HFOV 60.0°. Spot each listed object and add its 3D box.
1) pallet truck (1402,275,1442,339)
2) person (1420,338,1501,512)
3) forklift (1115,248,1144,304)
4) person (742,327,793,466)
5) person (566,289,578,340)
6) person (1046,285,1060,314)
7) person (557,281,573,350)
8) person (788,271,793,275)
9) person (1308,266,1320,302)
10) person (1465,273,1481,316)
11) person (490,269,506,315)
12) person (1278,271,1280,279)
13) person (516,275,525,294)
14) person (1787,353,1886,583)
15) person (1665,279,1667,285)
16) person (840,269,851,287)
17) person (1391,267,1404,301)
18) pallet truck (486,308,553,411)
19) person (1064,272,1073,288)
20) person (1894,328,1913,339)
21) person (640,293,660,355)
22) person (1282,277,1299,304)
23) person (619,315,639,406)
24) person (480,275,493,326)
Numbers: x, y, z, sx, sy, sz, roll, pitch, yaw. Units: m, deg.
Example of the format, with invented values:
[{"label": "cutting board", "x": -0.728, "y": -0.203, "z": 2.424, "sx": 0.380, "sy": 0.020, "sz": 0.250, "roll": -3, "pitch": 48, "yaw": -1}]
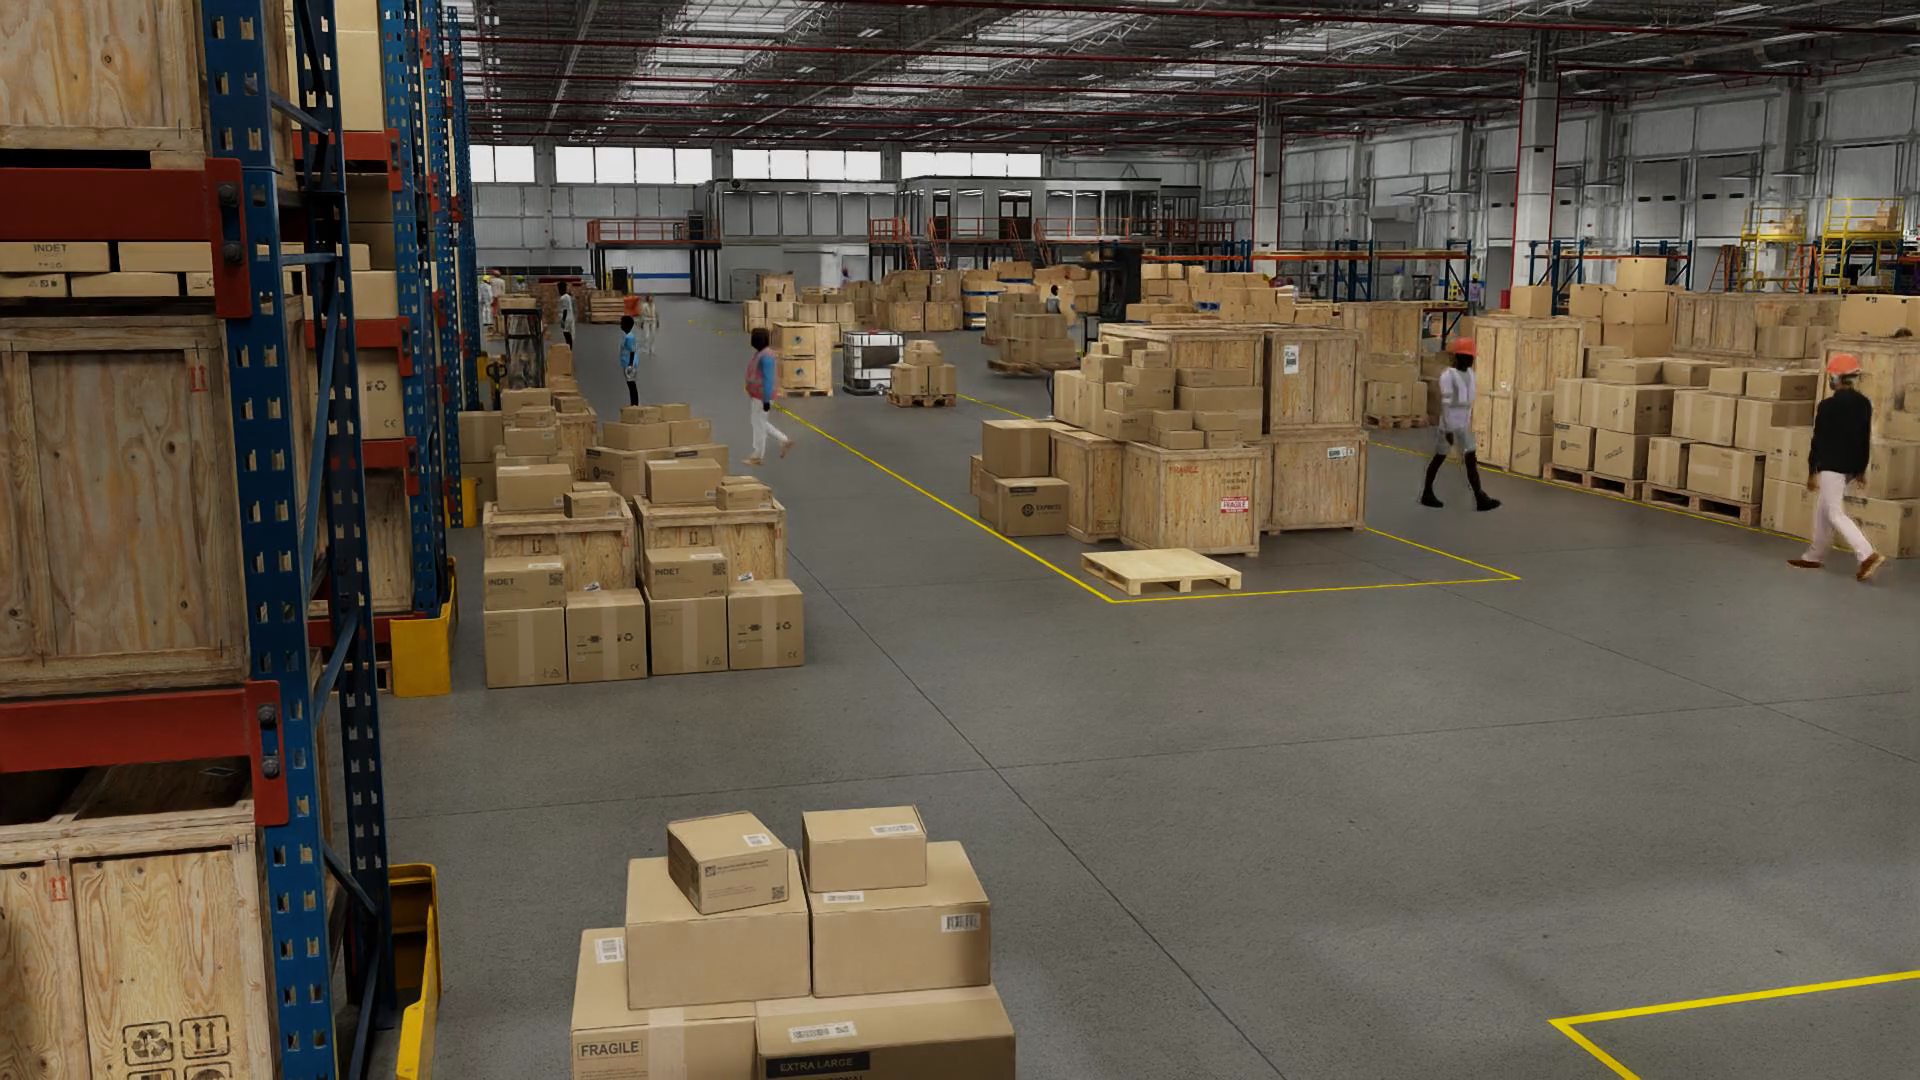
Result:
[{"label": "pallet truck", "x": 14.620, "y": -7.324, "z": 52.145, "sx": 0.823, "sy": 1.965, "sz": 1.885, "roll": 8, "pitch": 13, "yaw": 40}, {"label": "person", "x": 5.428, "y": -1.248, "z": 18.072, "sx": 0.567, "sy": 1.878, "sz": 1.001, "roll": -6, "pitch": 12, "yaw": -32}, {"label": "forklift", "x": 3.799, "y": -5.153, "z": 37.354, "sx": 1.873, "sy": 2.768, "sz": 1.129, "roll": -3, "pitch": 10, "yaw": -15}, {"label": "person", "x": -2.552, "y": -1.886, "z": 21.827, "sx": 0.606, "sy": 1.830, "sz": 0.641, "roll": -2, "pitch": 10, "yaw": -10}, {"label": "person", "x": -11.982, "y": -6.917, "z": 51.013, "sx": 0.505, "sy": 1.587, "sz": 0.857, "roll": -2, "pitch": 10, "yaw": -13}, {"label": "person", "x": 2.487, "y": -5.830, "z": 44.094, "sx": 0.321, "sy": 1.859, "sz": 0.513, "roll": -9, "pitch": 13, "yaw": -41}, {"label": "person", "x": -10.241, "y": -5.721, "z": 43.163, "sx": 0.369, "sy": 1.963, "sz": 0.608, "roll": 0, "pitch": 10, "yaw": -3}, {"label": "person", "x": -7.379, "y": -10.623, "z": 71.280, "sx": 0.924, "sy": 1.852, "sz": 0.588, "roll": 3, "pitch": 11, "yaw": 19}, {"label": "person", "x": 17.645, "y": -12.740, "z": 83.071, "sx": 0.696, "sy": 1.905, "sz": 0.424, "roll": 7, "pitch": 12, "yaw": 36}, {"label": "person", "x": 18.382, "y": -8.590, "z": 59.547, "sx": 0.588, "sy": 1.919, "sz": 0.401, "roll": -1, "pitch": 10, "yaw": -8}, {"label": "person", "x": -17.838, "y": -9.447, "z": 64.206, "sx": 0.646, "sy": 1.981, "sz": 0.469, "roll": -2, "pitch": 10, "yaw": -9}, {"label": "person", "x": 17.242, "y": -14.047, "z": 90.810, "sx": 0.642, "sy": 1.800, "sz": 0.955, "roll": -6, "pitch": 12, "yaw": -31}, {"label": "person", "x": -17.339, "y": -9.592, "z": 65.728, "sx": 0.321, "sy": 1.736, "sz": 0.487, "roll": -7, "pitch": 12, "yaw": -35}, {"label": "person", "x": 7.639, "y": -0.626, "z": 14.348, "sx": 0.623, "sy": 1.963, "sz": 0.942, "roll": -5, "pitch": 11, "yaw": -26}, {"label": "person", "x": 23.542, "y": -7.877, "z": 55.843, "sx": 0.636, "sy": 1.808, "sz": 0.912, "roll": 3, "pitch": 11, "yaw": 18}, {"label": "person", "x": -5.035, "y": -10.800, "z": 72.134, "sx": 0.963, "sy": 1.891, "sz": 0.549, "roll": 7, "pitch": 12, "yaw": 33}, {"label": "person", "x": 19.754, "y": -11.335, "z": 75.023, "sx": 0.527, "sy": 1.936, "sz": 0.625, "roll": -7, "pitch": 12, "yaw": -36}, {"label": "pallet truck", "x": -6.242, "y": -2.418, "z": 24.362, "sx": 0.823, "sy": 1.965, "sz": 1.885, "roll": 1, "pitch": 10, "yaw": 3}, {"label": "person", "x": 3.884, "y": -8.954, "z": 61.588, "sx": 0.581, "sy": 1.918, "sz": 0.539, "roll": -7, "pitch": 12, "yaw": -35}, {"label": "person", "x": 11.337, "y": -1.606, "z": 20.080, "sx": 0.646, "sy": 1.879, "sz": 1.024, "roll": -2, "pitch": 10, "yaw": -11}, {"label": "person", "x": -8.211, "y": -5.717, "z": 44.076, "sx": 0.544, "sy": 1.623, "sz": 0.375, "roll": -8, "pitch": 13, "yaw": -37}, {"label": "person", "x": 11.057, "y": -7.865, "z": 55.656, "sx": 0.584, "sy": 1.836, "sz": 0.963, "roll": 4, "pitch": 11, "yaw": 22}, {"label": "person", "x": -5.647, "y": -2.976, "z": 28.374, "sx": 0.316, "sy": 1.695, "sz": 0.541, "roll": -3, "pitch": 10, "yaw": -17}, {"label": "person", "x": -17.014, "y": -8.609, "z": 59.892, "sx": 0.603, "sy": 1.828, "sz": 0.404, "roll": 7, "pitch": 12, "yaw": 36}]
